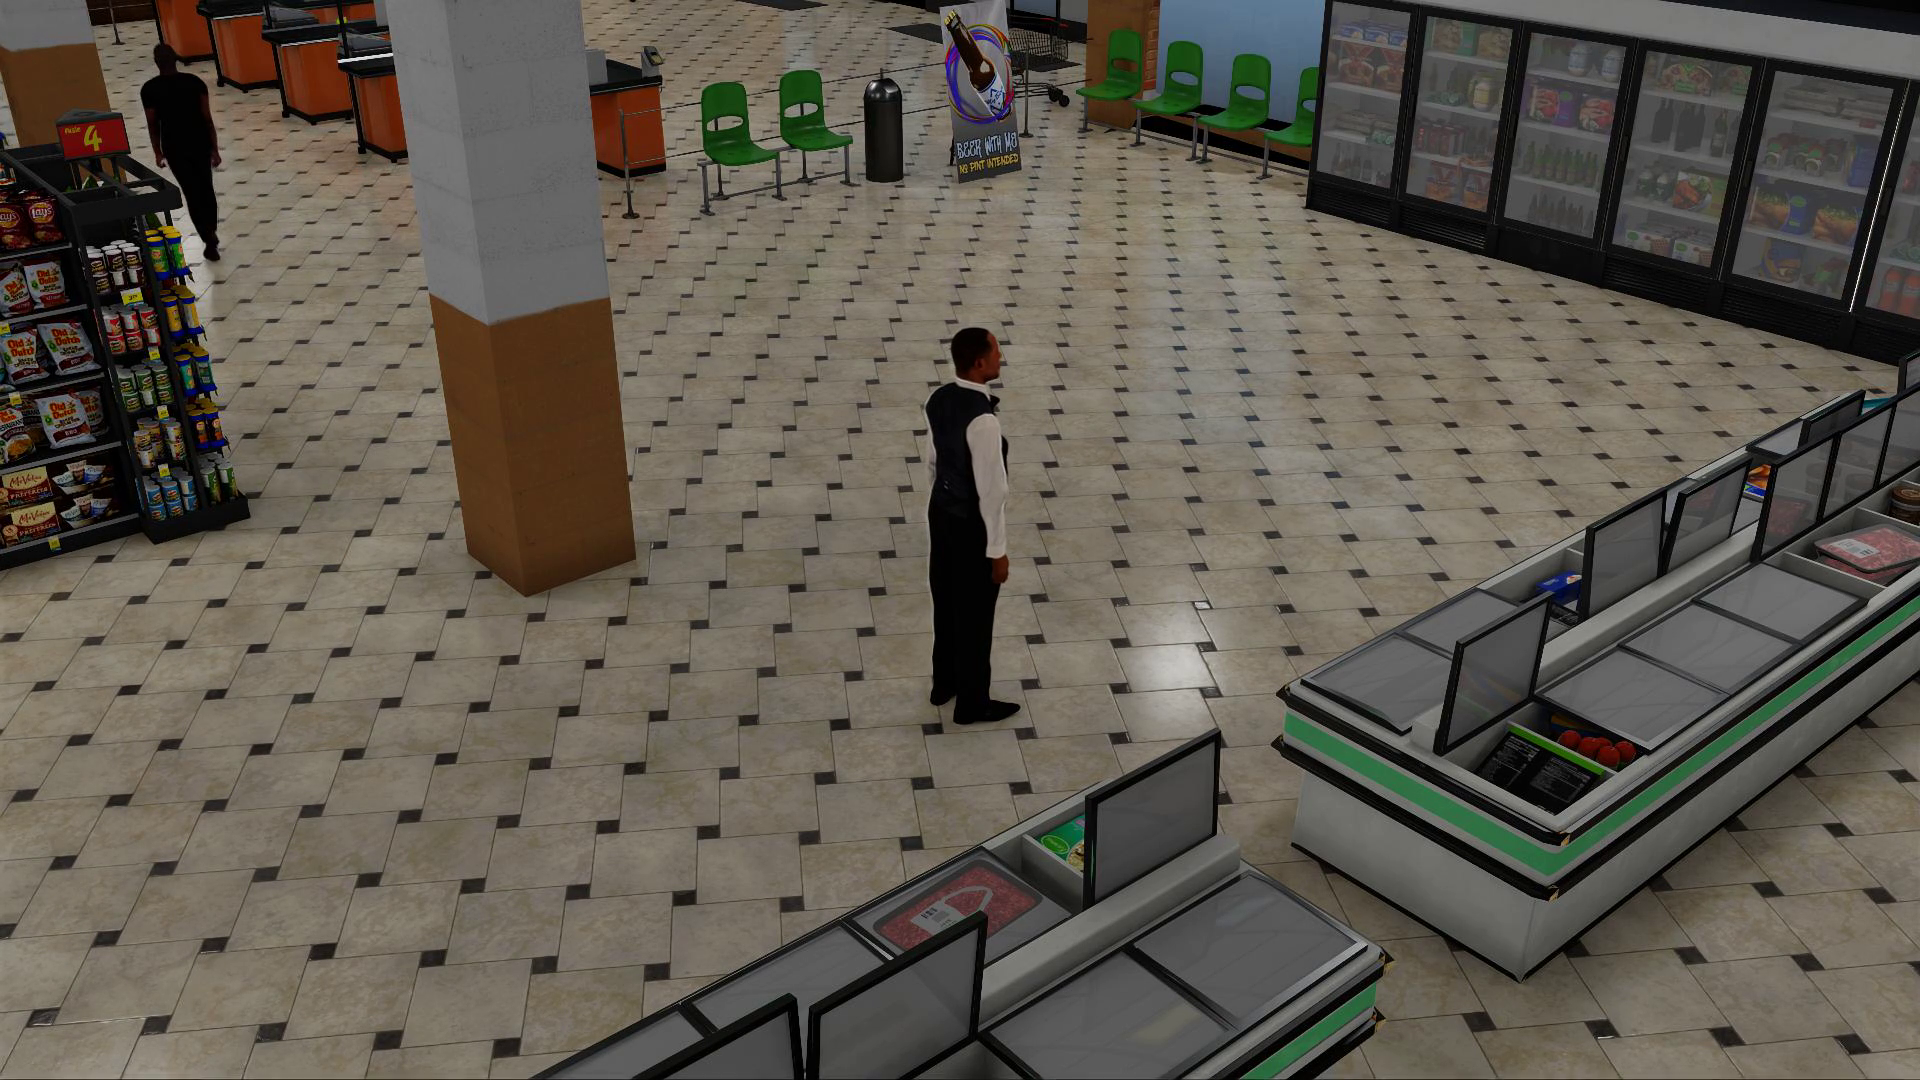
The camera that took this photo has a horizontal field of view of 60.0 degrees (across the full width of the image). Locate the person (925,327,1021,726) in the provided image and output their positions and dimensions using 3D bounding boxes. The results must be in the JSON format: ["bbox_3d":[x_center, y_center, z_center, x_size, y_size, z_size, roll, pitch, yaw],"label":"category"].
[{"bbox_3d":[0.029,-0.061,7.655,0.623,1.917,0.729,-15,31,-28],"label":"person"}]

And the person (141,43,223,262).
[{"bbox_3d":[-6.513,-3.247,14.065,0.827,1.800,0.798,-16,31,-29],"label":"person"}]
